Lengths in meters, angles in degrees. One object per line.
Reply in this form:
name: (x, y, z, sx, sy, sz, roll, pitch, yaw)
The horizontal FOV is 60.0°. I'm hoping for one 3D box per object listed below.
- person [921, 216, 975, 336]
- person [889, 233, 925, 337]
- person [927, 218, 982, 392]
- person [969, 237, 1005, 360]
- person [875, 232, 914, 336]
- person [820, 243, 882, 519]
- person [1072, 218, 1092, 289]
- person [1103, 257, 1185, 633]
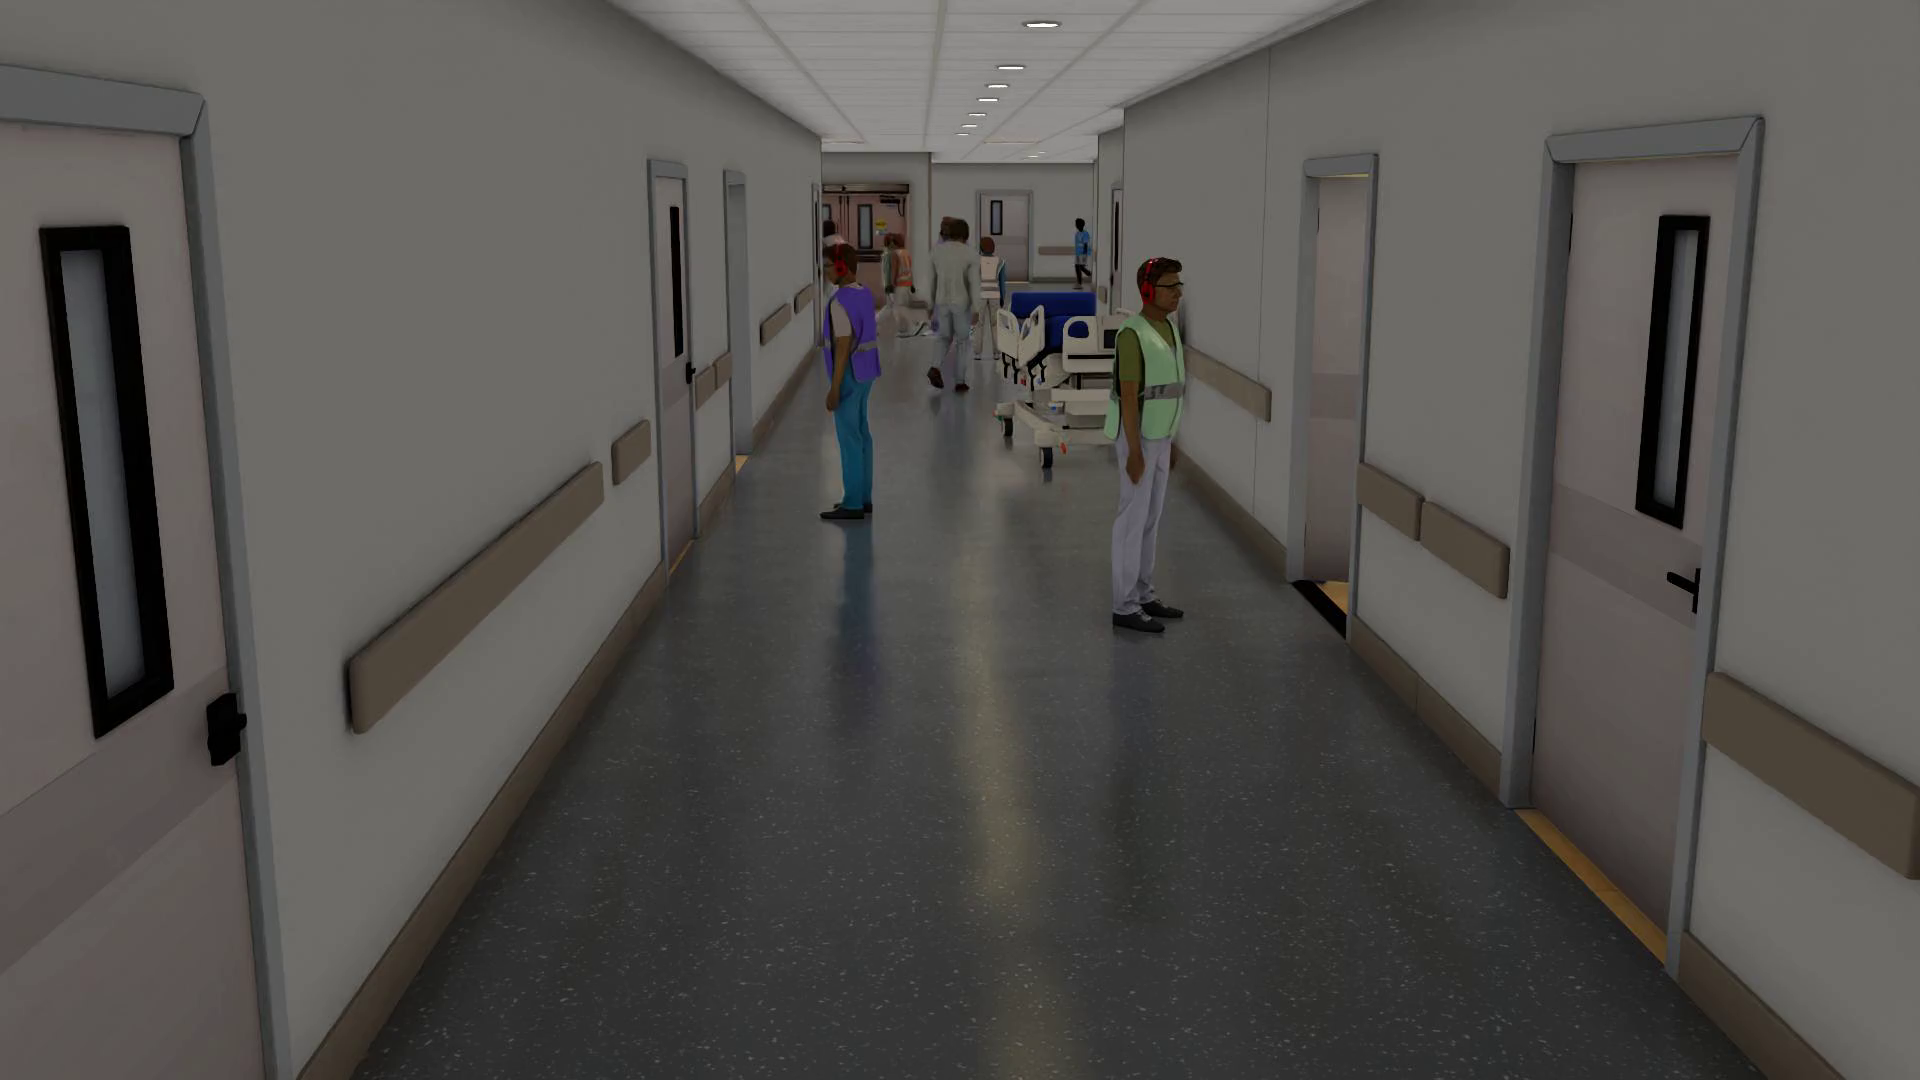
person: (-0.169, -4.139, 26.085, 0.883, 1.875, 0.660, -10, 15, -40)
person: (-0.814, -3.906, 25.568, 0.582, 1.611, 0.520, 5, 13, 23)
person: (-0.083, -2.579, 18.379, 0.673, 1.919, 0.555, 5, 13, 24)
person: (0.360, -3.210, 22.150, 0.509, 1.629, 0.315, -3, 12, -12)
person: (-1.080, -3.981, 25.919, 0.698, 1.613, 0.524, 0, 12, -1)
person: (-0.737, -1.053, 11.129, 0.404, 1.838, 0.574, 3, 12, 14)
person: (2.914, -6.772, 39.358, 0.446, 1.680, 0.544, -6, 13, -27)
person: (0.932, -0.483, 8.327, 0.397, 1.847, 0.564, 6, 13, 27)
